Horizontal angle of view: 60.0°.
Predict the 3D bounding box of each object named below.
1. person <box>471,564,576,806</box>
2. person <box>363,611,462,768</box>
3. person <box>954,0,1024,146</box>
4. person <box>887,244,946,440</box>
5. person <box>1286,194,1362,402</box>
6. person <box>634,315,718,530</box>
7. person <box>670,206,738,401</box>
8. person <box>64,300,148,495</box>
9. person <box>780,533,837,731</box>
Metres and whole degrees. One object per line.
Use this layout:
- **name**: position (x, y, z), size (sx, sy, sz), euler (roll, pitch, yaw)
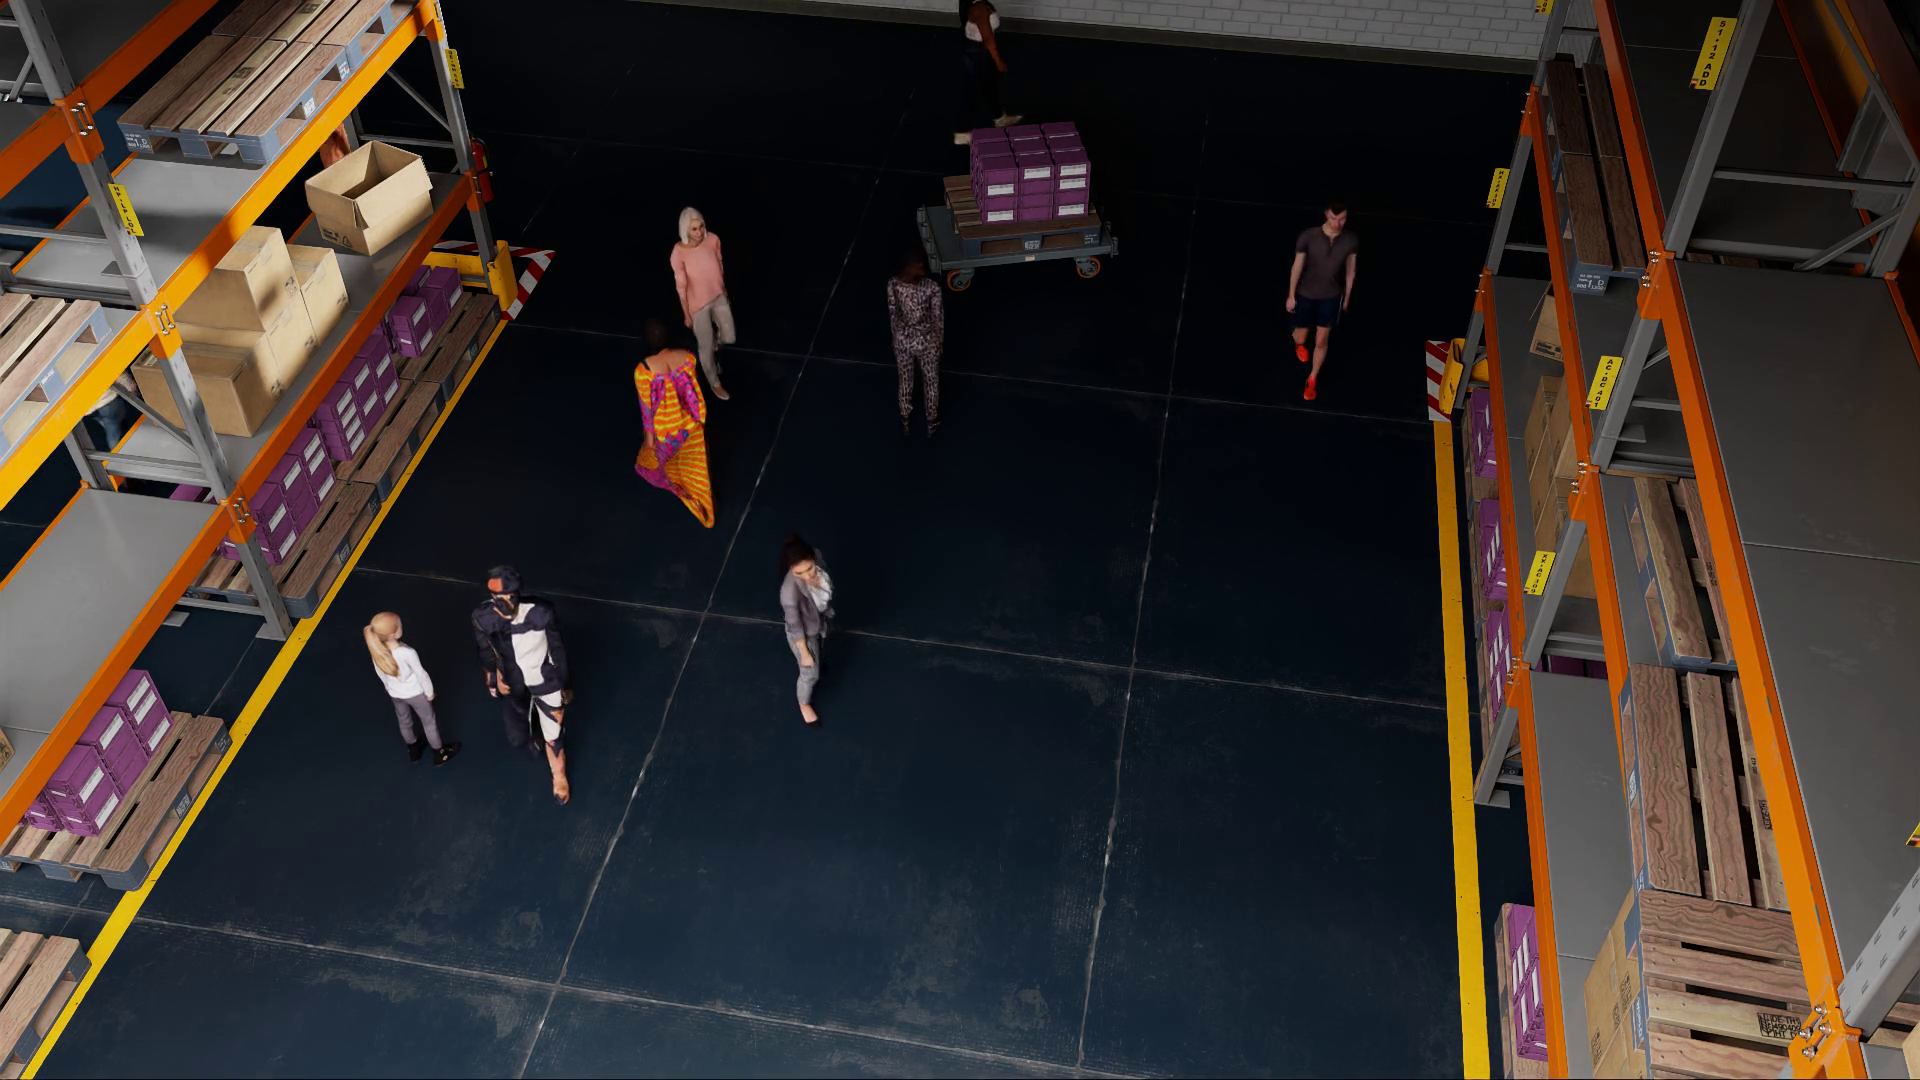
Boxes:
- **person**: position (-2.569, 0.791, 9.996), size (0.821, 1.880, 0.923), euler (-5, 44, -5)
- **person**: position (-3.423, 0.930, 10.287), size (0.506, 1.278, 0.519), euler (11, 45, 12)
- **person**: position (0.086, -4.539, 15.657), size (0.896, 1.789, 0.981), euler (-6, 44, -7)
- **person**: position (-0.327, -1.491, 12.515), size (0.568, 1.709, 0.571), euler (8, 44, 8)
- **person**: position (2.783, -1.953, 12.916), size (0.665, 1.825, 0.880), euler (1, 44, 1)
- **person**: position (-2.035, -0.828, 11.871), size (1.139, 1.639, 1.248), euler (-22, 48, -22)
- **person**: position (-2.024, -1.888, 12.925), size (0.793, 1.718, 0.851), euler (-33, 52, -30)
- **person**: position (-6.240, -0.954, 11.984), size (0.684, 1.665, 0.761), euler (3, 44, 4)
- **person**: position (-0.953, 0.519, 10.449), size (0.886, 1.649, 0.521), euler (4, 44, 4)
